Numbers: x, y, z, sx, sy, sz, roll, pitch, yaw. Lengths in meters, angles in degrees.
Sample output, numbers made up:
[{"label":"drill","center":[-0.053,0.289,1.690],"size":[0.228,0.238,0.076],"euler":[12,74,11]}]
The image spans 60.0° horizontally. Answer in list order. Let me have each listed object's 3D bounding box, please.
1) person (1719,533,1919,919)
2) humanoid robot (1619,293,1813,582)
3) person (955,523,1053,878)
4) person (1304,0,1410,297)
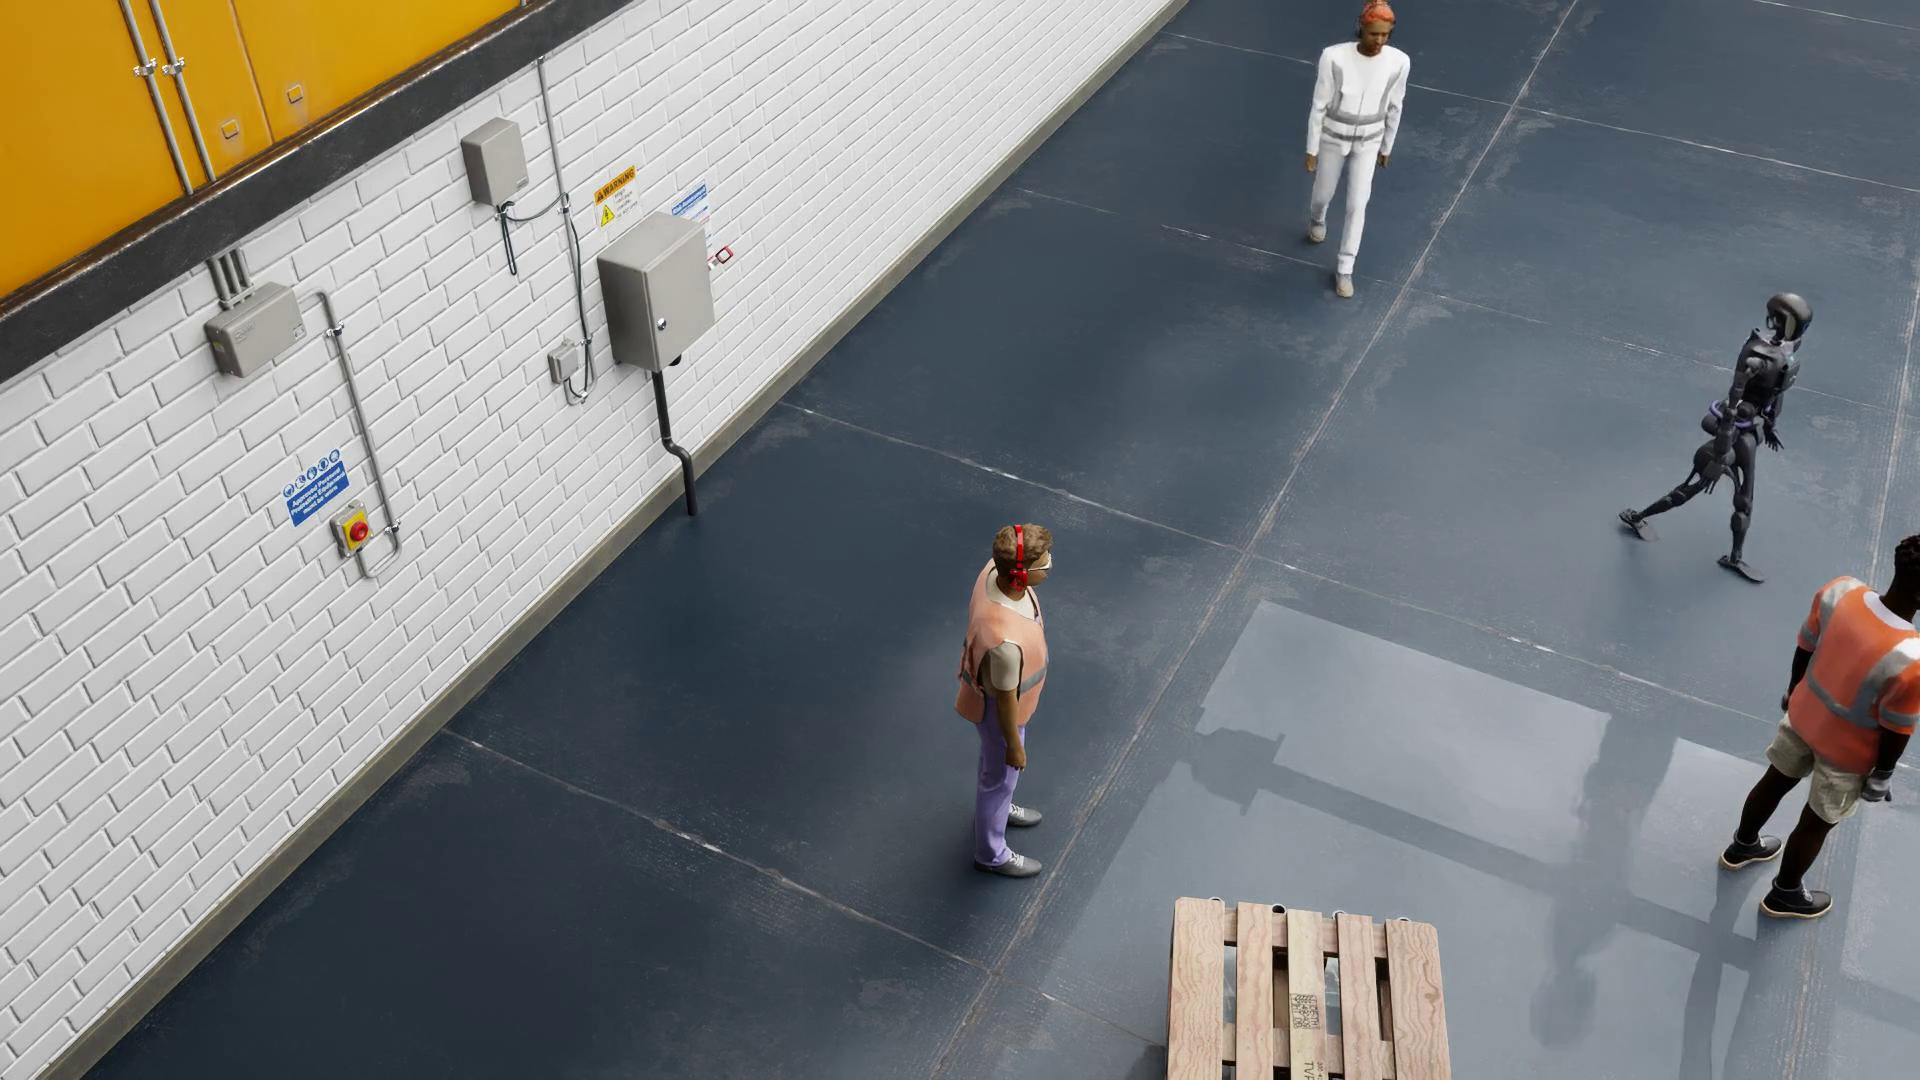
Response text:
[{"label":"person","center":[3.529,0.754,6.671],"size":[0.370,1.960,0.601],"euler":[-9,42,-11]},{"label":"humanoid robot","center":[3.934,-0.550,8.435],"size":[0.599,1.628,0.783],"euler":[-30,49,-30]},{"label":"person","center":[0.174,0.665,6.868],"size":[0.388,1.839,0.559],"euler":[1,41,1]},{"label":"person","center":[2.482,-2.547,10.578],"size":[0.578,1.854,0.804],"euler":[4,41,5]}]
